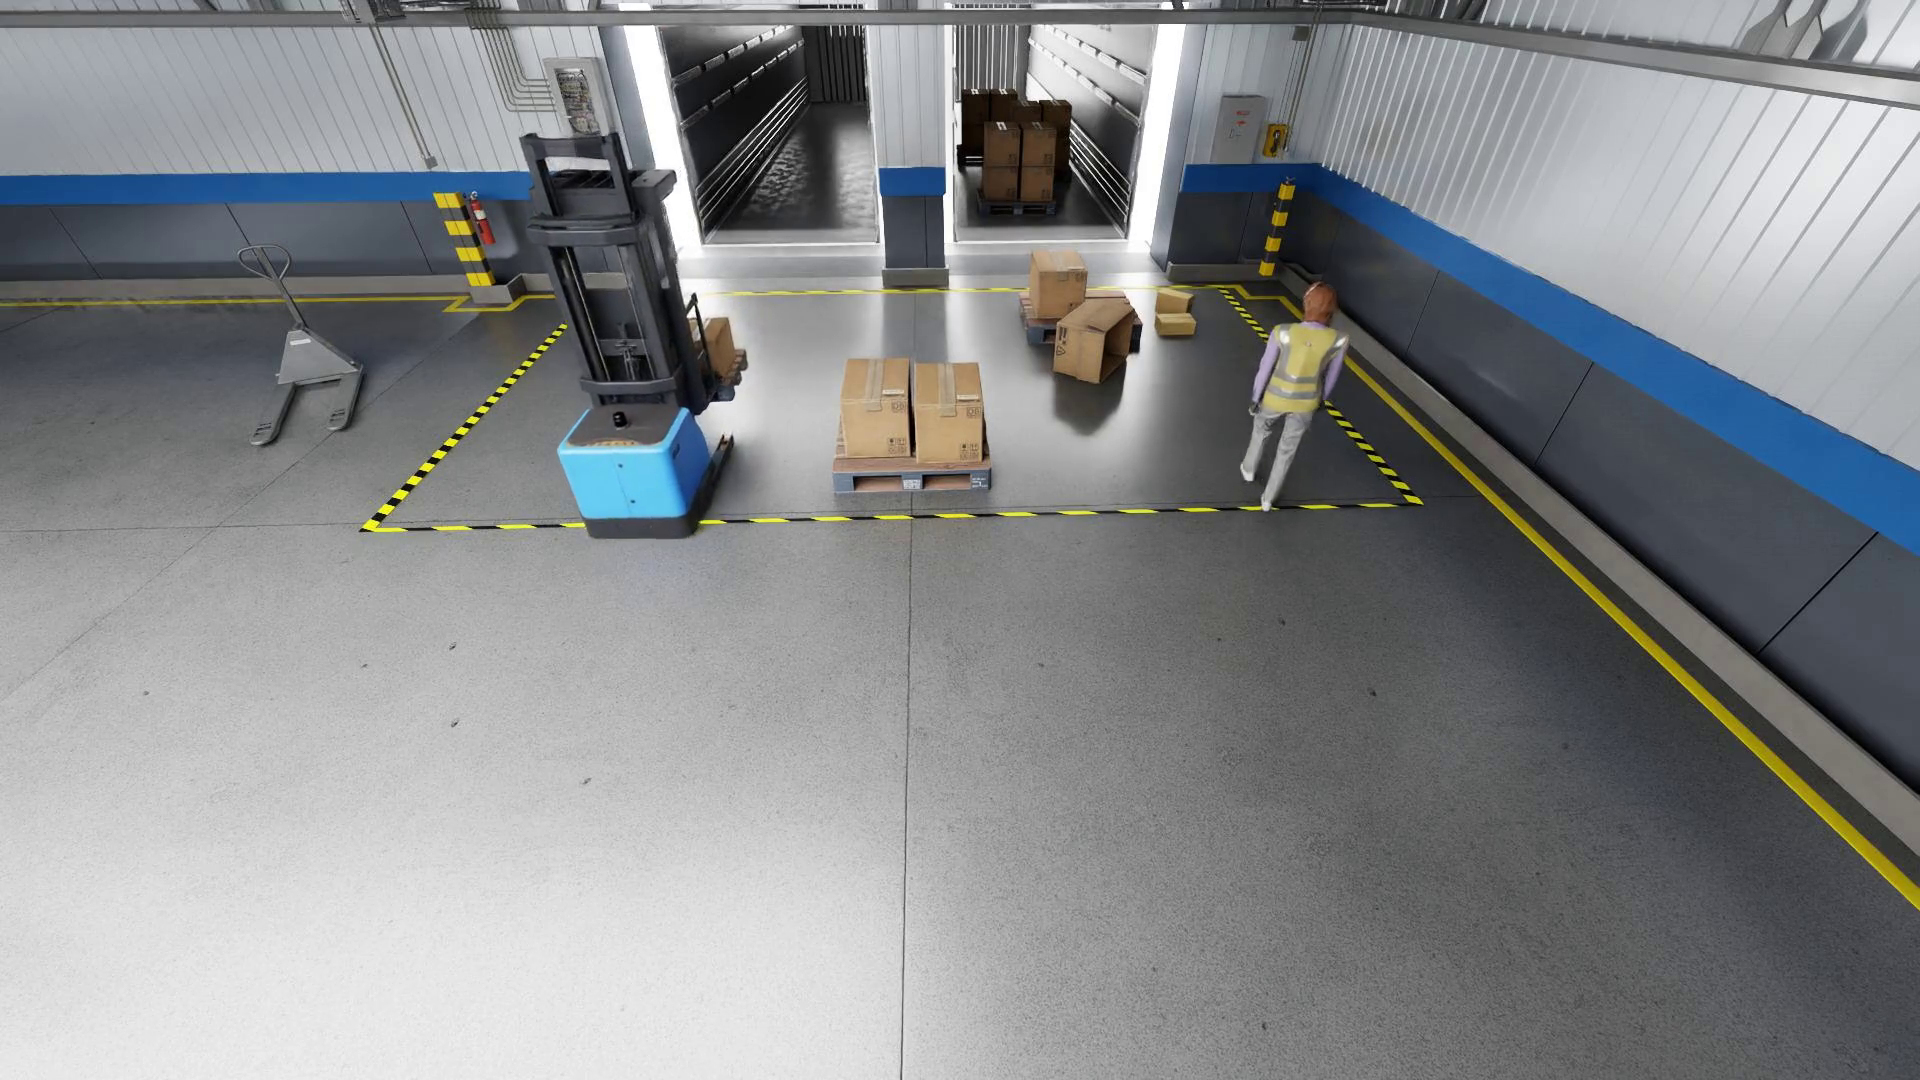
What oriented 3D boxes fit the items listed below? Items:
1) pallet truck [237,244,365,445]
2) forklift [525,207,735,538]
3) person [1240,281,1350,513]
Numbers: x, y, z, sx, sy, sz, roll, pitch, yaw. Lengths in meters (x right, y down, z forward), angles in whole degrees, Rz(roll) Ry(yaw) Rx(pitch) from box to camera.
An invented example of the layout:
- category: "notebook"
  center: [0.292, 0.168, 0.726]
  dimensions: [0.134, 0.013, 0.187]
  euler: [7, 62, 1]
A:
- category: "pallet truck"
  center: [-5.915, -1.733, 6.366]
  dimensions: [0.680, 1.201, 1.601]
  euler: [-18, 42, -21]
- category: "forklift"
  center: [-2.246, -1.044, 4.852]
  dimensions: [0.716, 2.013, 0.776]
  euler: [-1, 38, -1]
- category: "person"
  center: [2.305, -1.002, 5.133]
  dimensions: [0.524, 1.620, 0.597]
  euler: [13, 40, 15]
